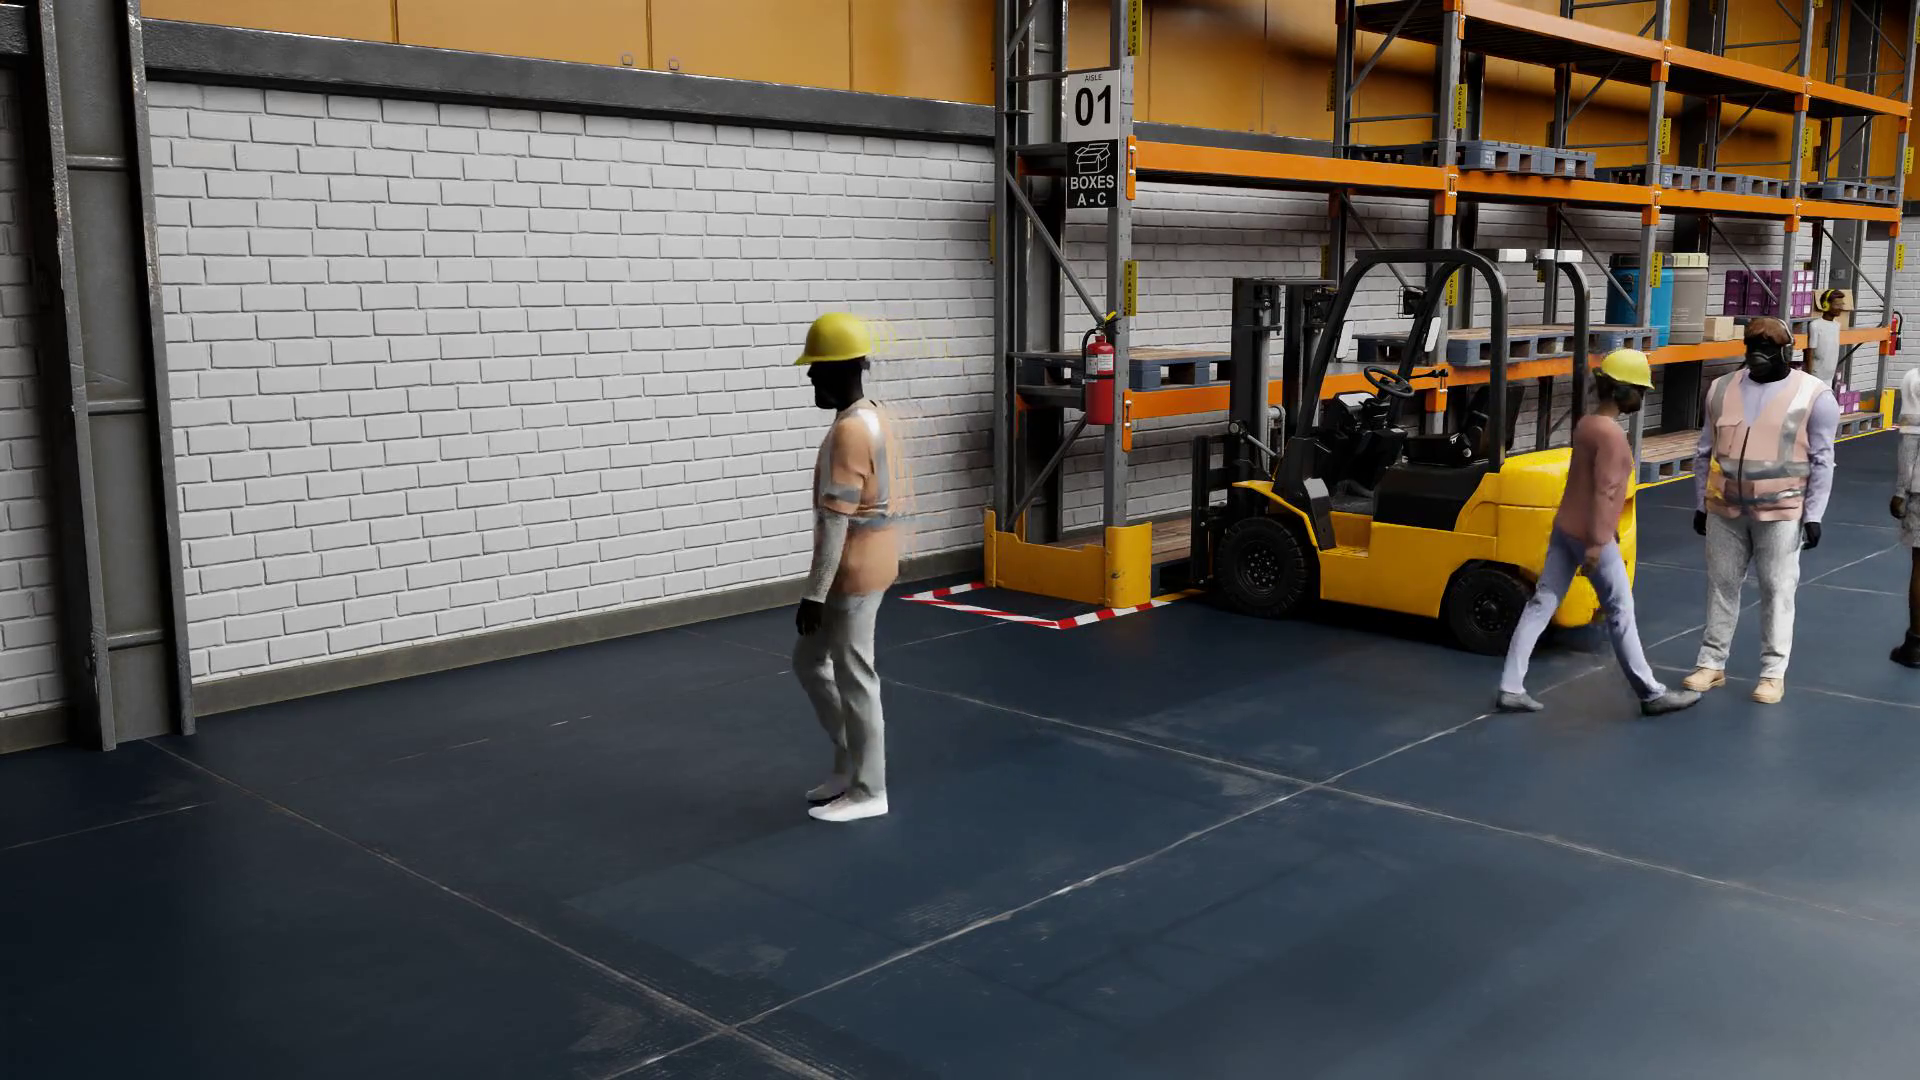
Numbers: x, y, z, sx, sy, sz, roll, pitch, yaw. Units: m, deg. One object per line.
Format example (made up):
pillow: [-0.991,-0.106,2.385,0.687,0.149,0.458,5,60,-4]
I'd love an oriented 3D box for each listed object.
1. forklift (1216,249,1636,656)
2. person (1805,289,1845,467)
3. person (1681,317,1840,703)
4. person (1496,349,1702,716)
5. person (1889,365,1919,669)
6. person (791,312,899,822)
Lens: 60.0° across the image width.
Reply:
forklift: [2.710,-0.584,9.626,2.313,2.155,1.214,9,13,43]
person: [8.983,-1.672,17.329,0.520,1.860,0.322,-6,11,-31]
person: [3.833,-0.144,8.003,0.430,1.845,0.624,-8,12,-42]
person: [2.934,-0.019,7.638,0.929,1.698,0.549,0,9,0]
person: [5.116,-0.290,8.608,0.551,1.934,0.373,2,10,14]
person: [-0.467,0.121,6.166,0.483,1.911,0.600,-1,9,-3]
